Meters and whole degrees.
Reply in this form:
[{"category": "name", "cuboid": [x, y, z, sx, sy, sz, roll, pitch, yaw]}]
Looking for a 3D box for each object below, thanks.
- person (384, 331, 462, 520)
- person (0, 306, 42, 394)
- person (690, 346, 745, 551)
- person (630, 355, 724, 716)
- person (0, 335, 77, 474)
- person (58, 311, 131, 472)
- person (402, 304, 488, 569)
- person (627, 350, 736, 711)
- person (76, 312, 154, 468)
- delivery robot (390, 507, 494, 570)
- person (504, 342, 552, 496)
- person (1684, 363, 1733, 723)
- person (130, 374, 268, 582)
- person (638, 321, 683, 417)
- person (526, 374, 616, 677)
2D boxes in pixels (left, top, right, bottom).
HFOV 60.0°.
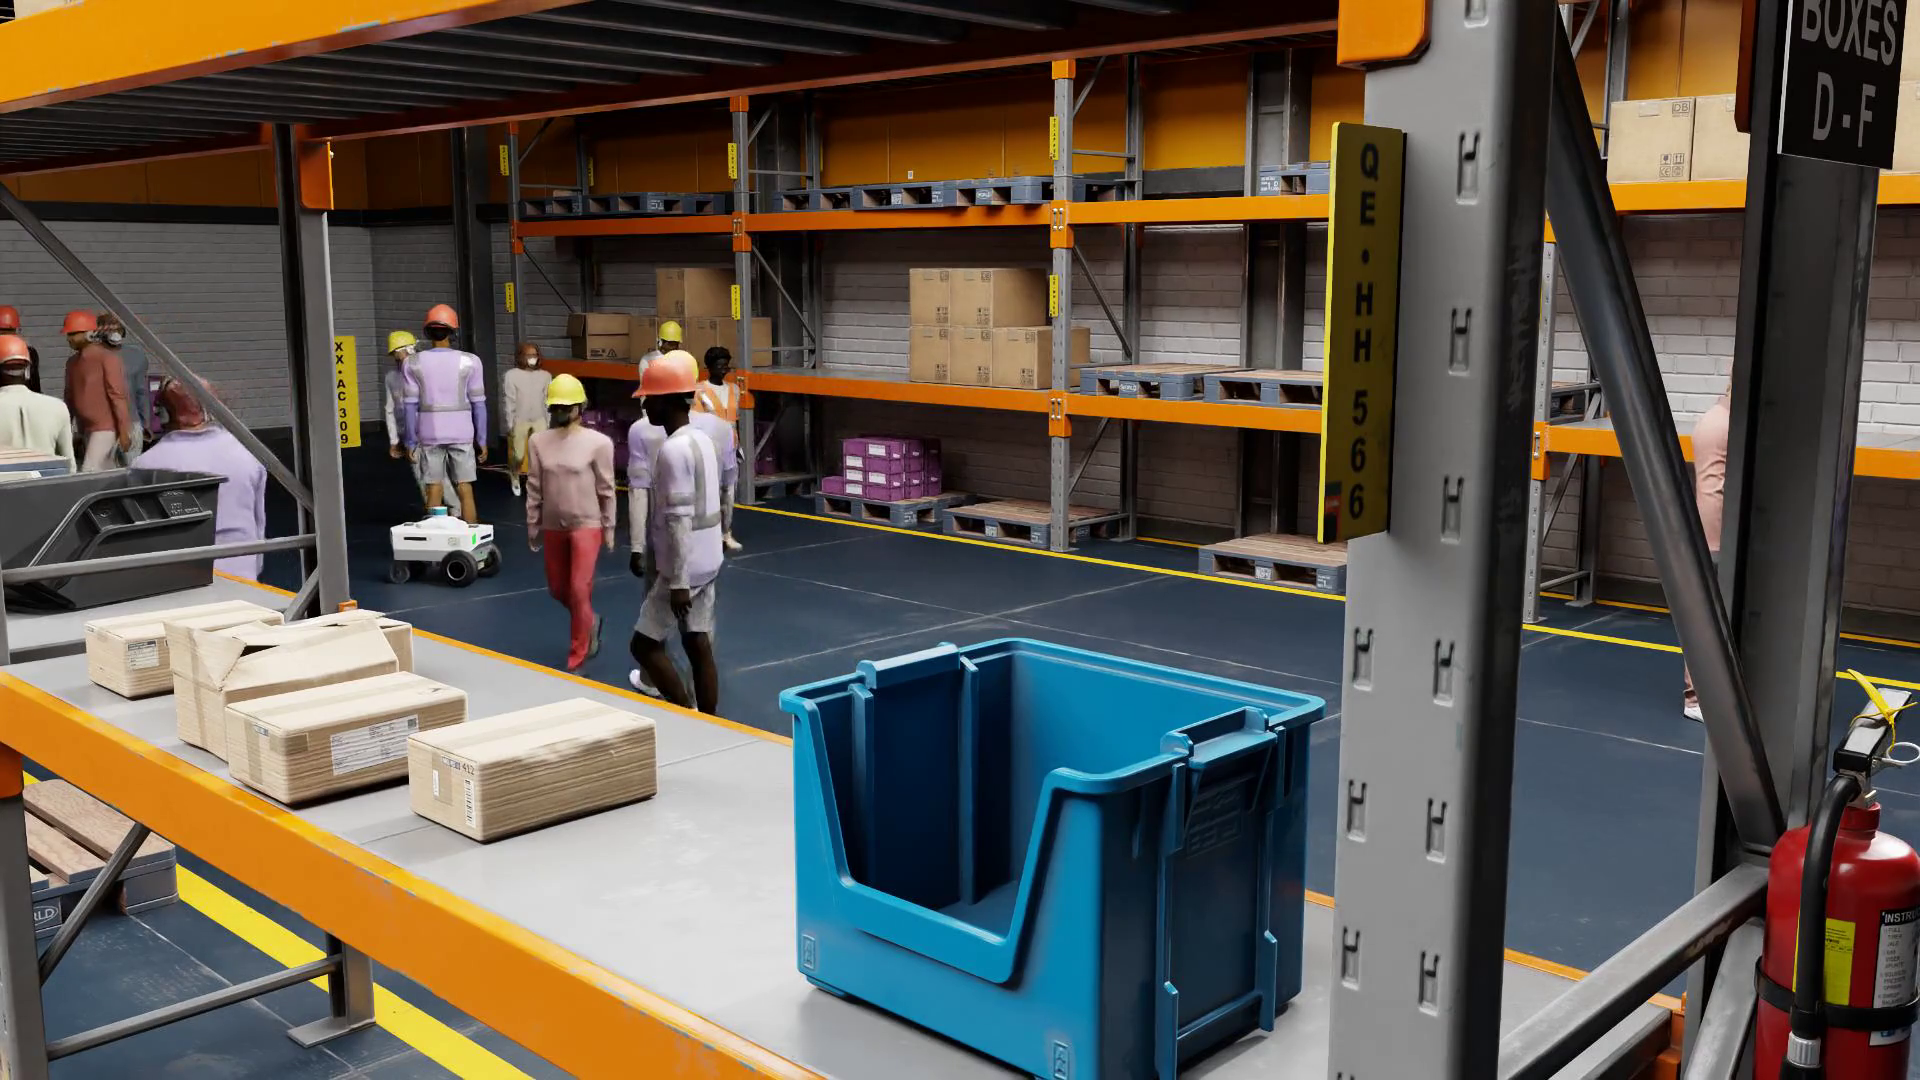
[{"category": "person", "cuboid": [-4.640, -0.905, 14.374, 0.683, 1.783, 0.405, 2, 9, 11]}, {"category": "person", "cuboid": [-8.537, -1.107, 14.961, 0.391, 1.987, 0.608, 6, 11, 34]}, {"category": "person", "cuboid": [-1.988, -0.732, 13.567, 0.321, 1.692, 0.529, 9, 13, 44]}, {"category": "person", "cuboid": [-1.313, 0.120, 7.632, 0.451, 1.921, 0.579, 1, 9, 4]}, {"category": "person", "cuboid": [-5.450, -0.222, 9.699, 1.045, 1.939, 0.646, 7, 12, 38]}, {"category": "person", "cuboid": [-7.334, -0.920, 13.894, 0.651, 1.955, 0.900, 6, 11, 32]}, {"category": "person", "cuboid": [-3.971, -0.794, 12.873, 0.614, 2.040, 0.391, -2, 9, -12]}, {"category": "person", "cuboid": [-1.491, -0.049, 8.759, 0.614, 1.884, 0.886, -5, 10, -26]}, {"category": "person", "cuboid": [-7.337, -1.002, 14.466, 0.377, 1.940, 0.628, 8, 12, 40]}, {"category": "delivery robot", "cuboid": [-3.831, -0.003, 12.288, 0.707, 0.478, 0.477, 2, 9, 10]}, {"category": "person", "cuboid": [-4.290, -1.168, 16.492, 0.503, 1.609, 0.684, -6, 11, -31]}, {"category": "person", "cuboid": [3.962, -0.006, 8.486, 0.405, 1.902, 0.636, 9, 13, 44]}, {"category": "person", "cuboid": [-3.341, 0.189, 7.408, 0.993, 1.868, 0.634, 8, 12, 41]}, {"category": "person", "cuboid": [-2.778, -1.177, 15.896, 0.403, 1.822, 0.586, 9, 13, 44]}, {"category": "person", "cuboid": [-2.186, -0.085, 9.494, 0.531, 1.742, 0.719, 2, 10, 14]}]
